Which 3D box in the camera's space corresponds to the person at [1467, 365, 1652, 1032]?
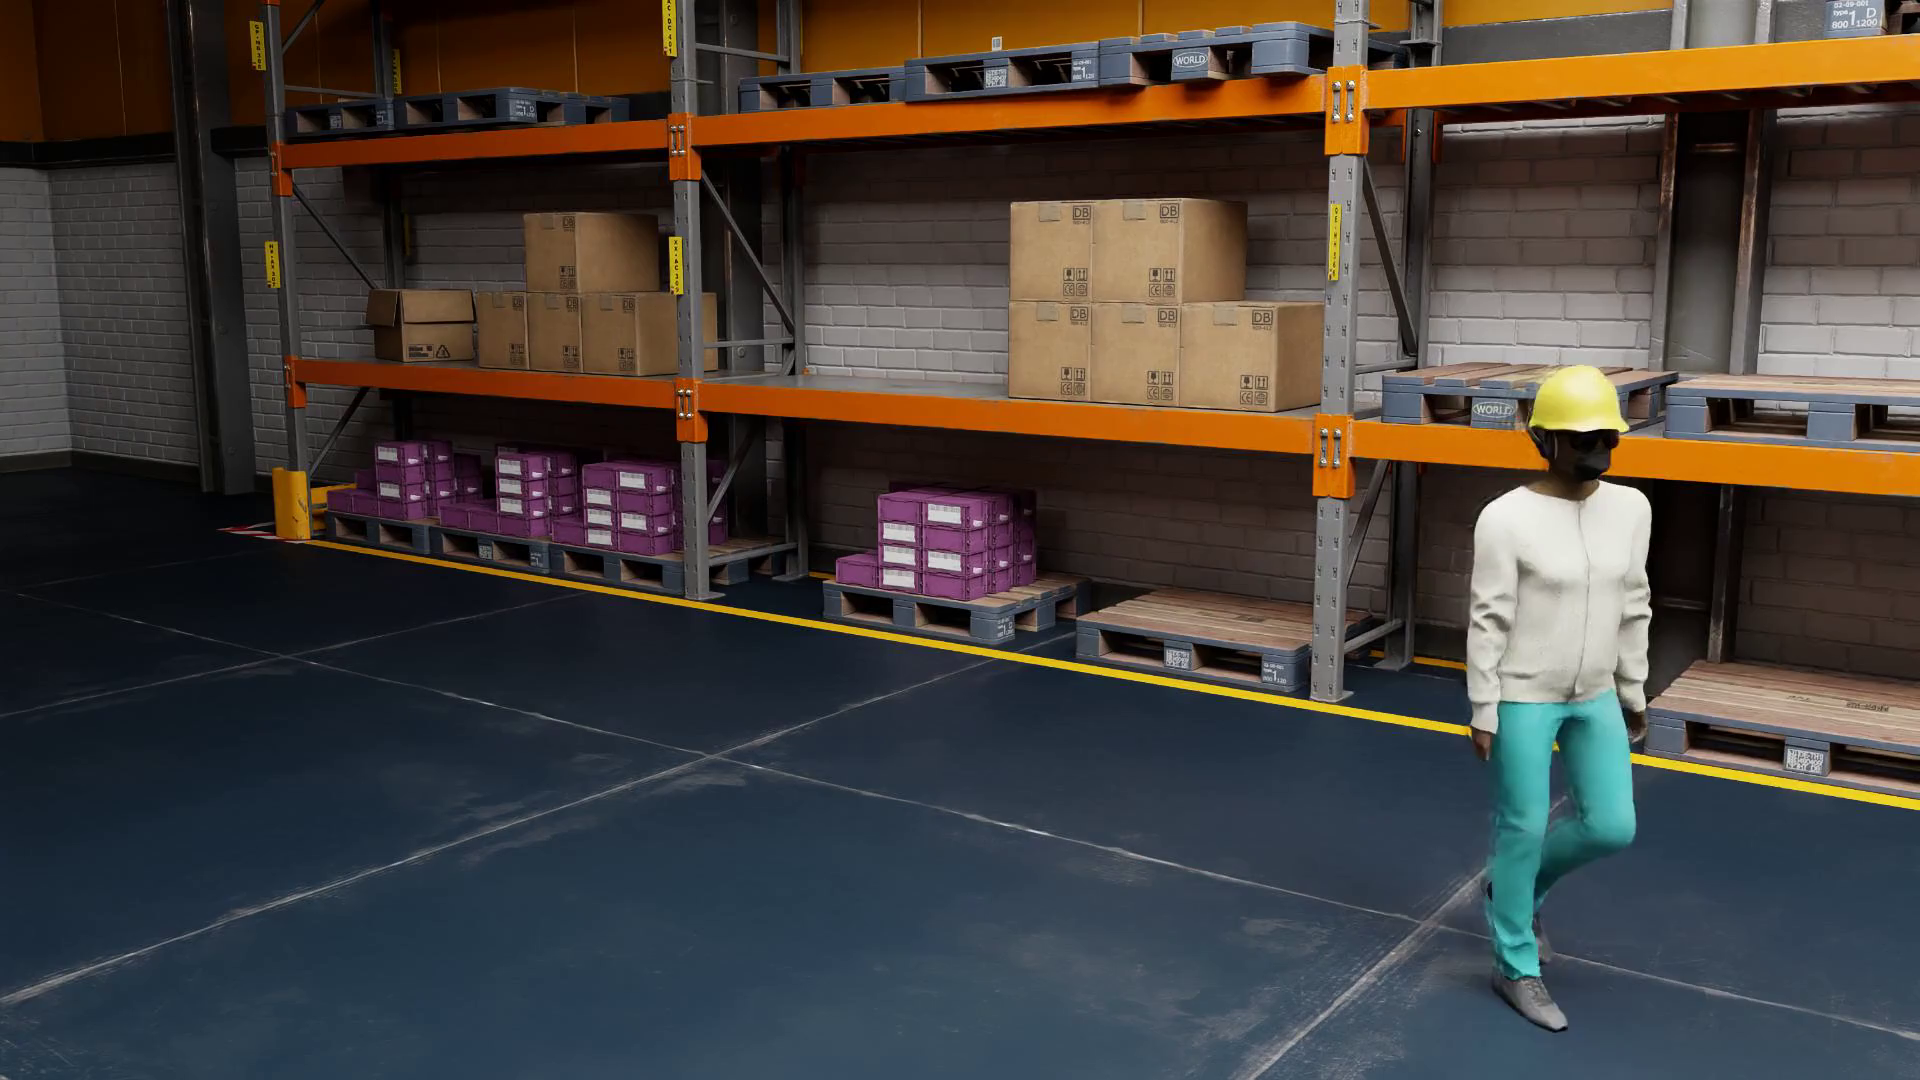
[{"bbox_3d":[1.570,0.410,4.420,0.547,1.752,0.433,-3,10,-17],"label":"person"}]
